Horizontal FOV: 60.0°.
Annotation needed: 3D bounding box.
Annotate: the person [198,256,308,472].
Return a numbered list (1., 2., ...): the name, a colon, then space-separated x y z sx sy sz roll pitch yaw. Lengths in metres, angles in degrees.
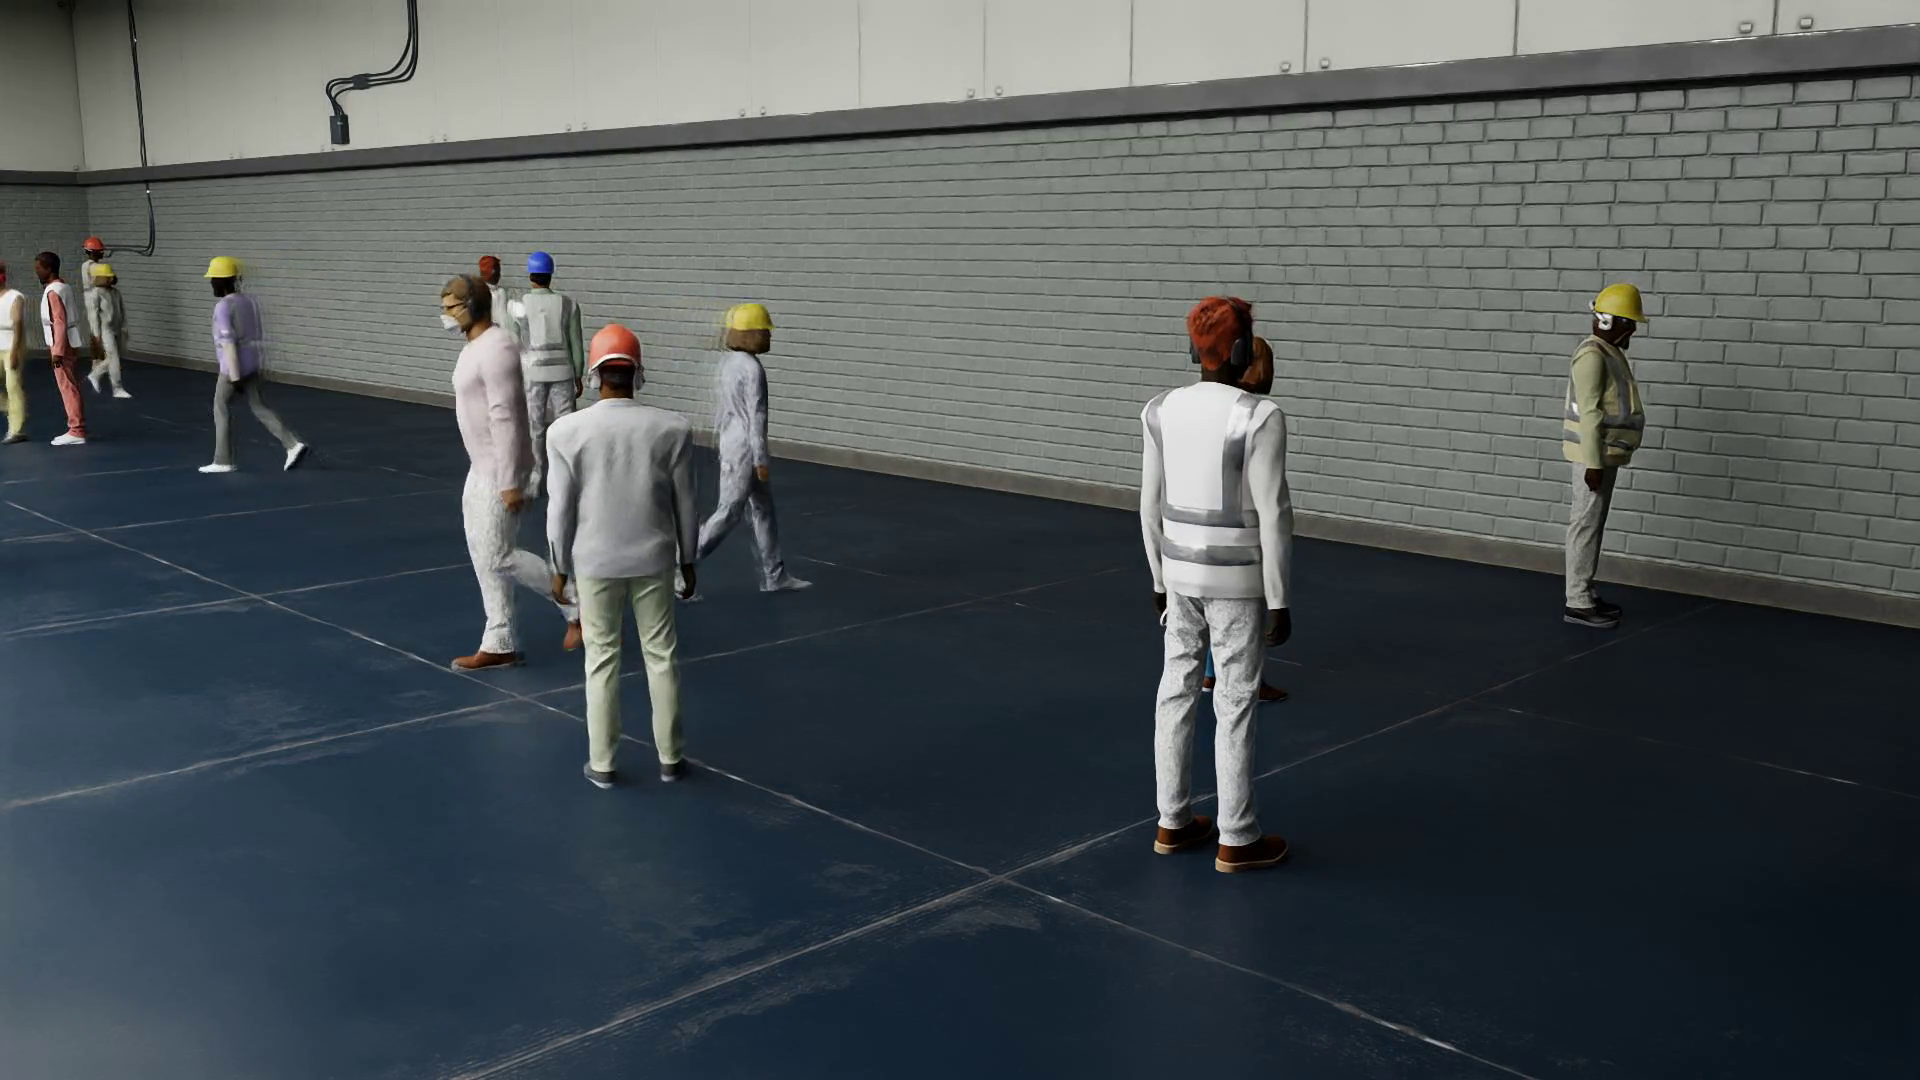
1. person: -6.239 -1.526 14.552 0.887 1.901 0.579 1 10 6

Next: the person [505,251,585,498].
1. person: -3.287 -1.306 13.214 0.602 1.949 0.389 -3 11 -18

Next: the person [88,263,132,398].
1. person: -10.991 -2.692 21.395 0.661 1.720 0.493 2 11 12

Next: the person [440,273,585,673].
1. person: -2.135 -0.323 7.980 0.635 1.905 0.646 -5 11 -24

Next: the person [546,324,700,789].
1. person: -1.273 0.061 6.303 0.573 1.746 0.347 -4 11 -18

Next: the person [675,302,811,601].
1. person: -1.299 -0.502 9.507 0.859 1.709 0.493 -4 11 -21

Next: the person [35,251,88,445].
1. person: -8.947 -1.910 16.601 0.369 1.915 0.597 -4 11 -21

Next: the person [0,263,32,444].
1. person: -9.541 -1.866 16.606 0.556 1.821 0.450 3 11 16

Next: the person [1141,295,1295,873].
1. person: 0.848 0.148 5.467 0.356 1.884 0.574 -10 14 -44

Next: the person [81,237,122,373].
1. person: -13.049 -3.551 25.204 0.372 2.044 0.607 -10 14 -44

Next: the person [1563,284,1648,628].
1. person: 3.448 -0.456 8.930 0.403 1.822 0.588 5 12 27

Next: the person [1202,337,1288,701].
1. person: 1.267 -0.093 7.464 0.279 1.633 0.497 -7 12 -32
